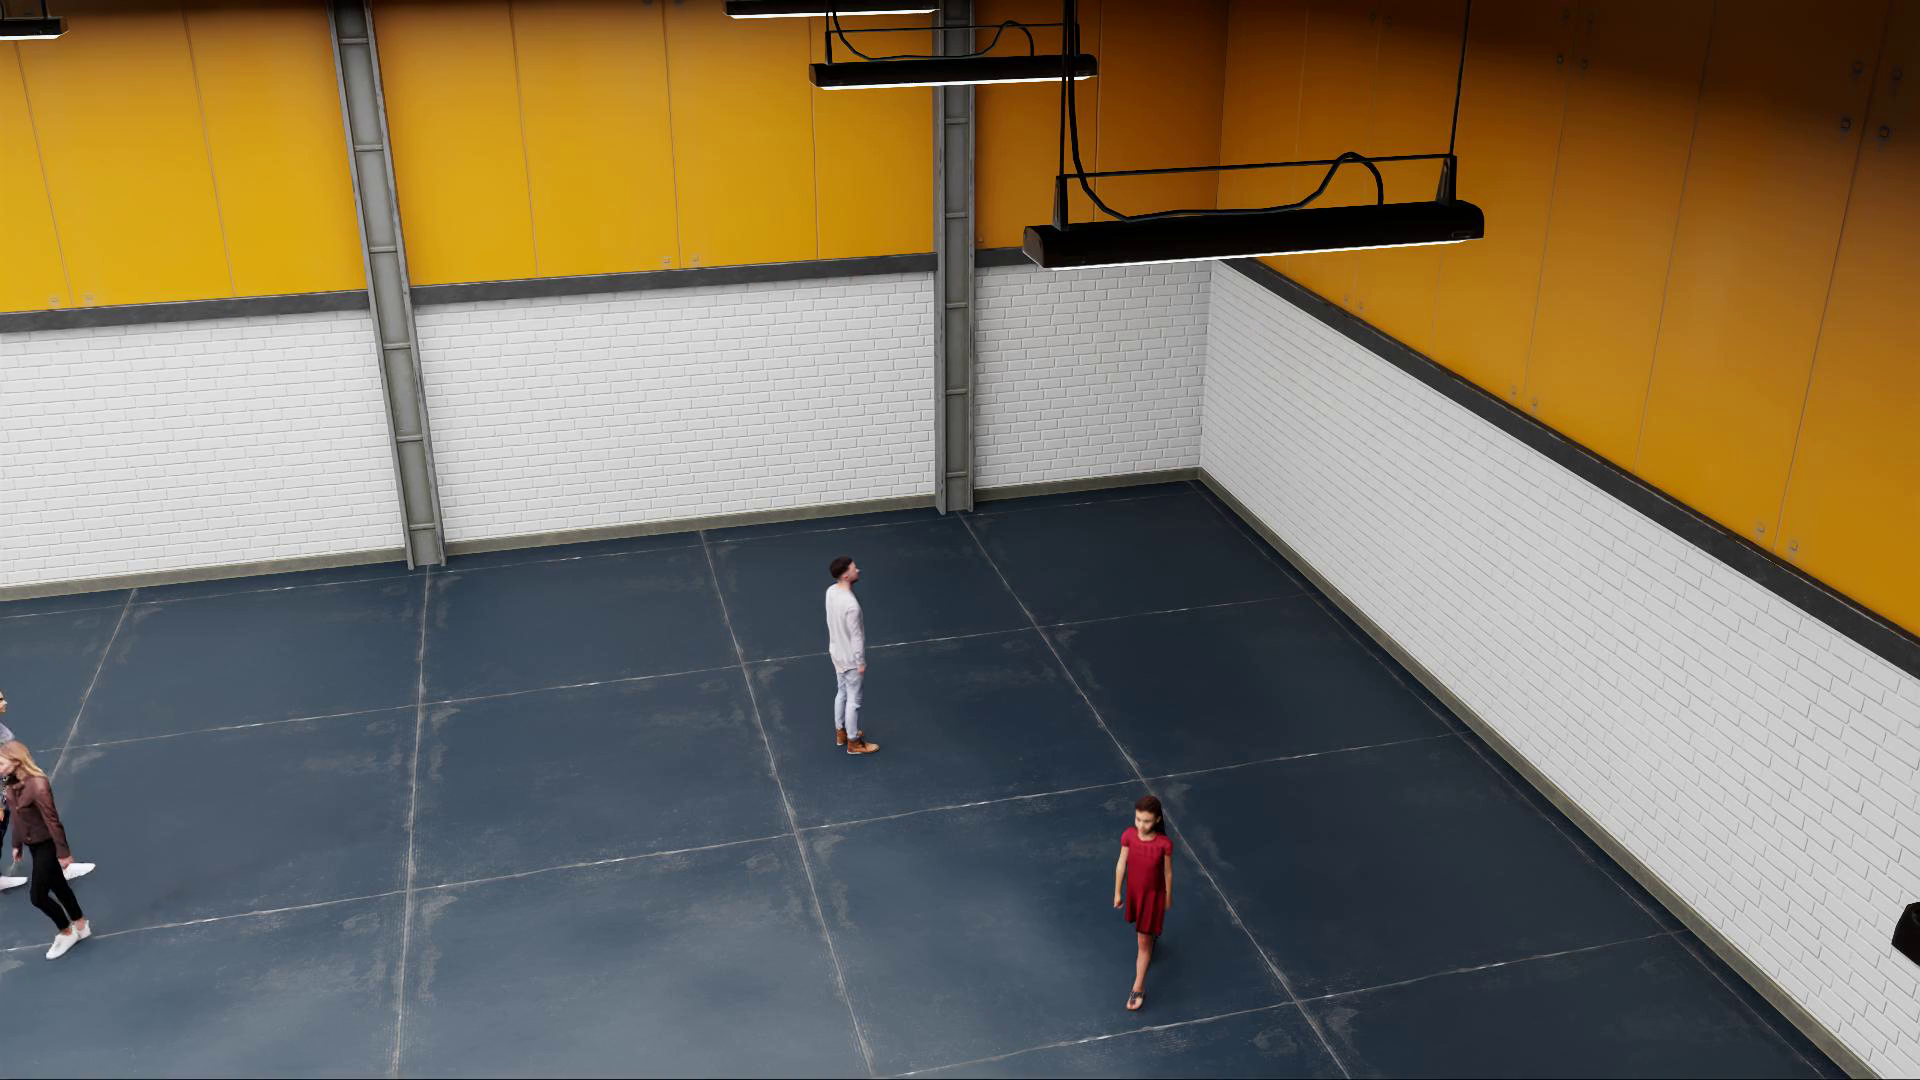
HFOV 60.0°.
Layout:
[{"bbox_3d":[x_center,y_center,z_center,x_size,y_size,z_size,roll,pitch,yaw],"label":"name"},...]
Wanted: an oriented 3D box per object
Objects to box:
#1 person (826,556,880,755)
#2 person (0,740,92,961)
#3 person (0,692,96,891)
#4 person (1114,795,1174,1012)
[{"bbox_3d":[-0.962,0.976,14.334,0.665,1.841,0.739,-13,27,-27],"label":"person"},{"bbox_3d":[-6.443,2.143,11.854,0.728,1.688,0.768,17,29,34],"label":"person"},{"bbox_3d":[-7.238,1.894,12.403,1.032,1.705,0.796,-13,27,-28],"label":"person"},{"bbox_3d":[1.306,2.391,11.498,1.036,1.519,1.016,10,26,23],"label":"person"}]
